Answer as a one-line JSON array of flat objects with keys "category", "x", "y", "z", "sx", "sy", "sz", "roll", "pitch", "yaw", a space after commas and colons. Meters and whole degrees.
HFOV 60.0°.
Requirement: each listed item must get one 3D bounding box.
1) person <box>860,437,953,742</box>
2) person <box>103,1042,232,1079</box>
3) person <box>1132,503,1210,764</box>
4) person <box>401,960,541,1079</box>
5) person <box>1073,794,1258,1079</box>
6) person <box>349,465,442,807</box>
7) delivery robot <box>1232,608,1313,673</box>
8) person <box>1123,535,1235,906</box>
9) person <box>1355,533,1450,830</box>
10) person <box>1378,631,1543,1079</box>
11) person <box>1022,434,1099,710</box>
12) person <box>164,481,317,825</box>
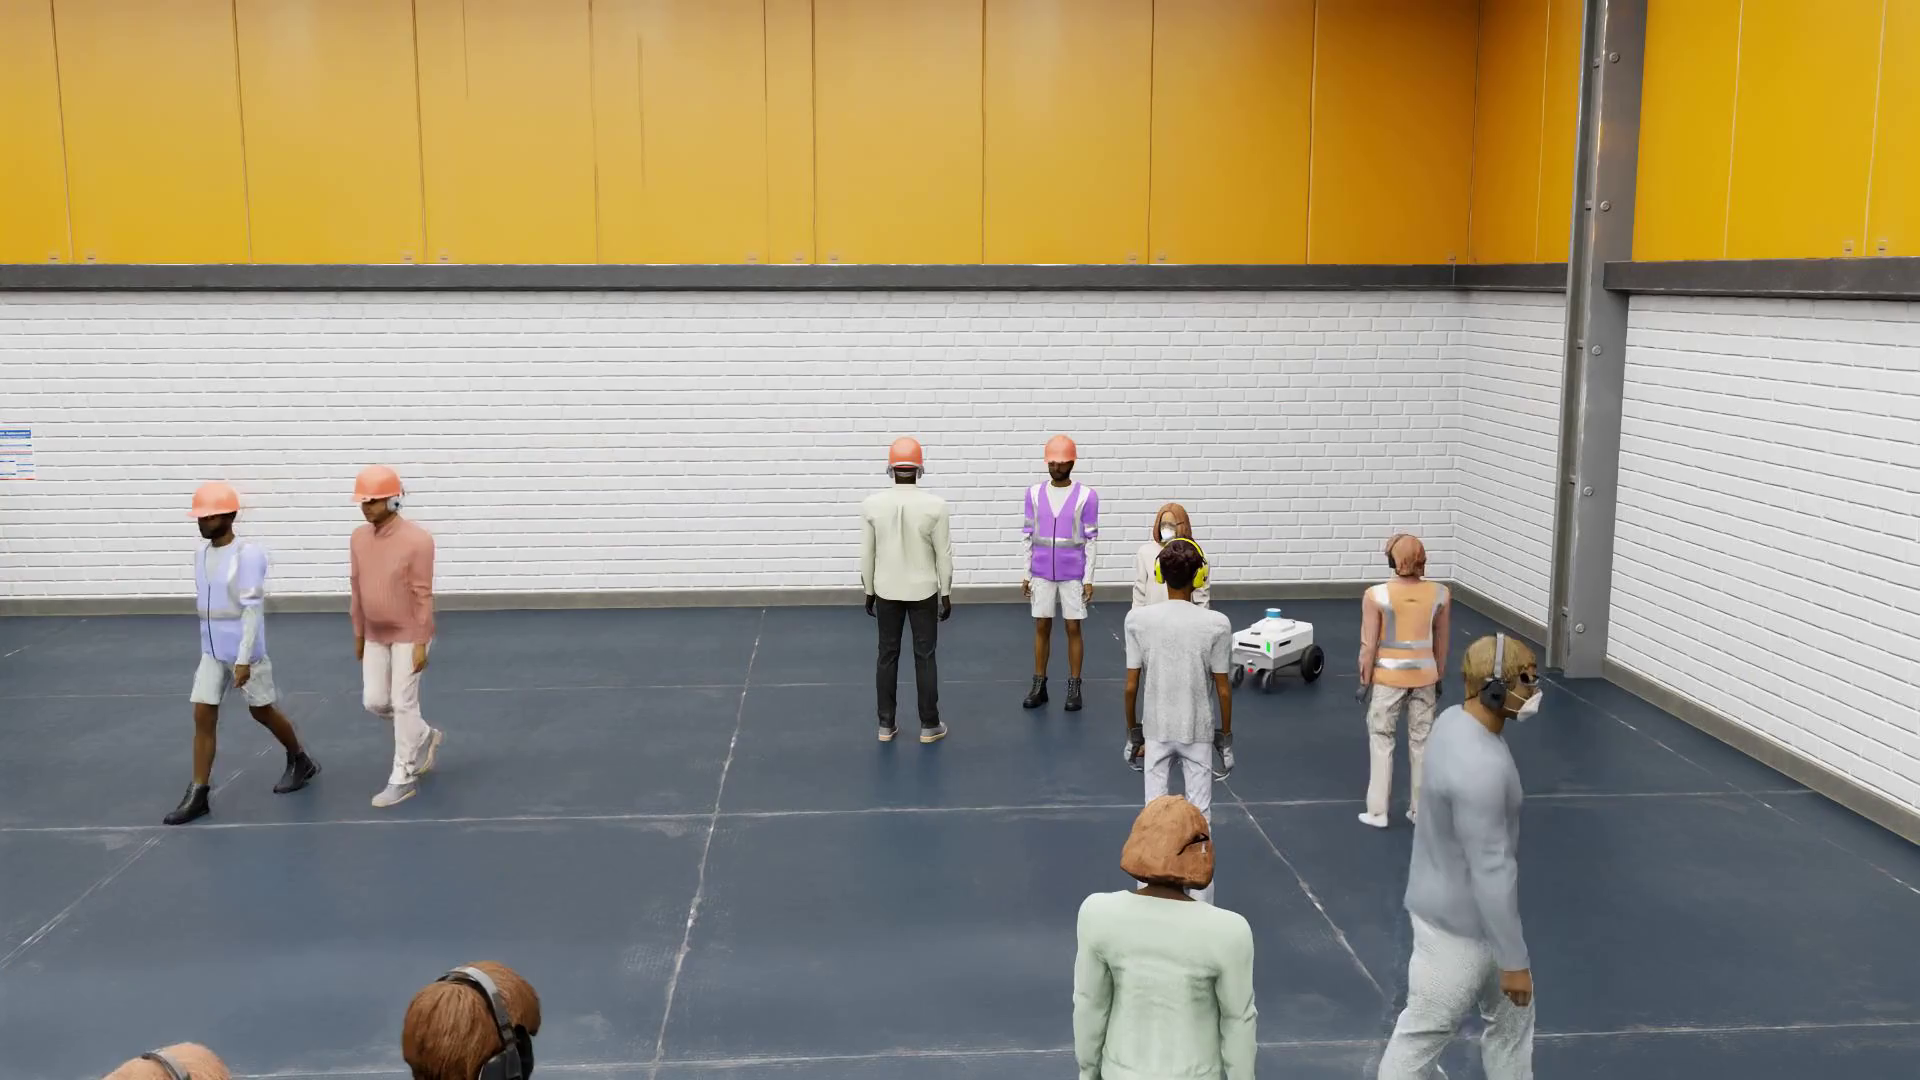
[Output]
[{"category": "person", "x": -0.342, "y": 0.326, "z": 10.803, "sx": 0.612, "sy": 1.997, "sz": 0.375, "roll": 2, "pitch": 9, "yaw": 11}, {"category": "person", "x": -1.405, "y": 1.729, "z": 3.133, "sx": 0.525, "sy": 1.640, "sz": 0.337, "roll": 4, "pitch": 10, "yaw": 25}, {"category": "person", "x": 1.305, "y": 0.575, "z": 10.375, "sx": 0.498, "sy": 1.635, "sz": 0.281, "roll": 4, "pitch": 10, "yaw": 26}, {"category": "person", "x": -0.868, "y": 1.653, "z": 3.011, "sx": 0.622, "sy": 1.835, "sz": 0.430, "roll": 5, "pitch": 10, "yaw": 29}, {"category": "person", "x": 0.562, "y": 1.499, "z": 4.580, "sx": 0.507, "sy": 1.631, "sz": 0.278, "roll": 3, "pitch": 10, "yaw": 21}, {"category": "person", "x": -3.246, "y": 0.527, "z": 9.649, "sx": 0.616, "sy": 1.973, "sz": 0.617, "roll": 4, "pitch": 10, "yaw": 23}, {"category": "delivery robot", "x": 2.323, "y": 0.753, "z": 12.345, "sx": 0.477, "sy": 0.478, "sz": 0.707, "roll": 7, "pitch": 12, "yaw": 39}, {"category": "person", "x": 0.996, "y": 0.905, "z": 7.570, "sx": 0.513, "sy": 1.872, "sz": 0.328, "roll": 3, "pitch": 9, "yaw": 16}, {"category": "person", "x": 2.422, "y": 0.780, "z": 9.091, "sx": 0.535, "sy": 1.636, "sz": 0.328, "roll": -1, "pitch": 9, "yaw": -9}, {"category": "person", "x": 1.752, "y": 1.239, "z": 5.360, "sx": 0.905, "sy": 1.900, "sz": 0.642, "roll": 3, "pitch": 9, "yaw": 15}, {"category": "person", "x": 0.688, "y": 0.225, "z": 11.619, "sx": 0.545, "sy": 1.940, "sz": 0.352, "roll": 3, "pitch": 9, "yaw": 17}, {"category": "person", "x": -4.122, "y": 0.595, "z": 9.469, "sx": 0.550, "sy": 1.903, "sz": 0.956, "roll": 4, "pitch": 10, "yaw": 24}]
